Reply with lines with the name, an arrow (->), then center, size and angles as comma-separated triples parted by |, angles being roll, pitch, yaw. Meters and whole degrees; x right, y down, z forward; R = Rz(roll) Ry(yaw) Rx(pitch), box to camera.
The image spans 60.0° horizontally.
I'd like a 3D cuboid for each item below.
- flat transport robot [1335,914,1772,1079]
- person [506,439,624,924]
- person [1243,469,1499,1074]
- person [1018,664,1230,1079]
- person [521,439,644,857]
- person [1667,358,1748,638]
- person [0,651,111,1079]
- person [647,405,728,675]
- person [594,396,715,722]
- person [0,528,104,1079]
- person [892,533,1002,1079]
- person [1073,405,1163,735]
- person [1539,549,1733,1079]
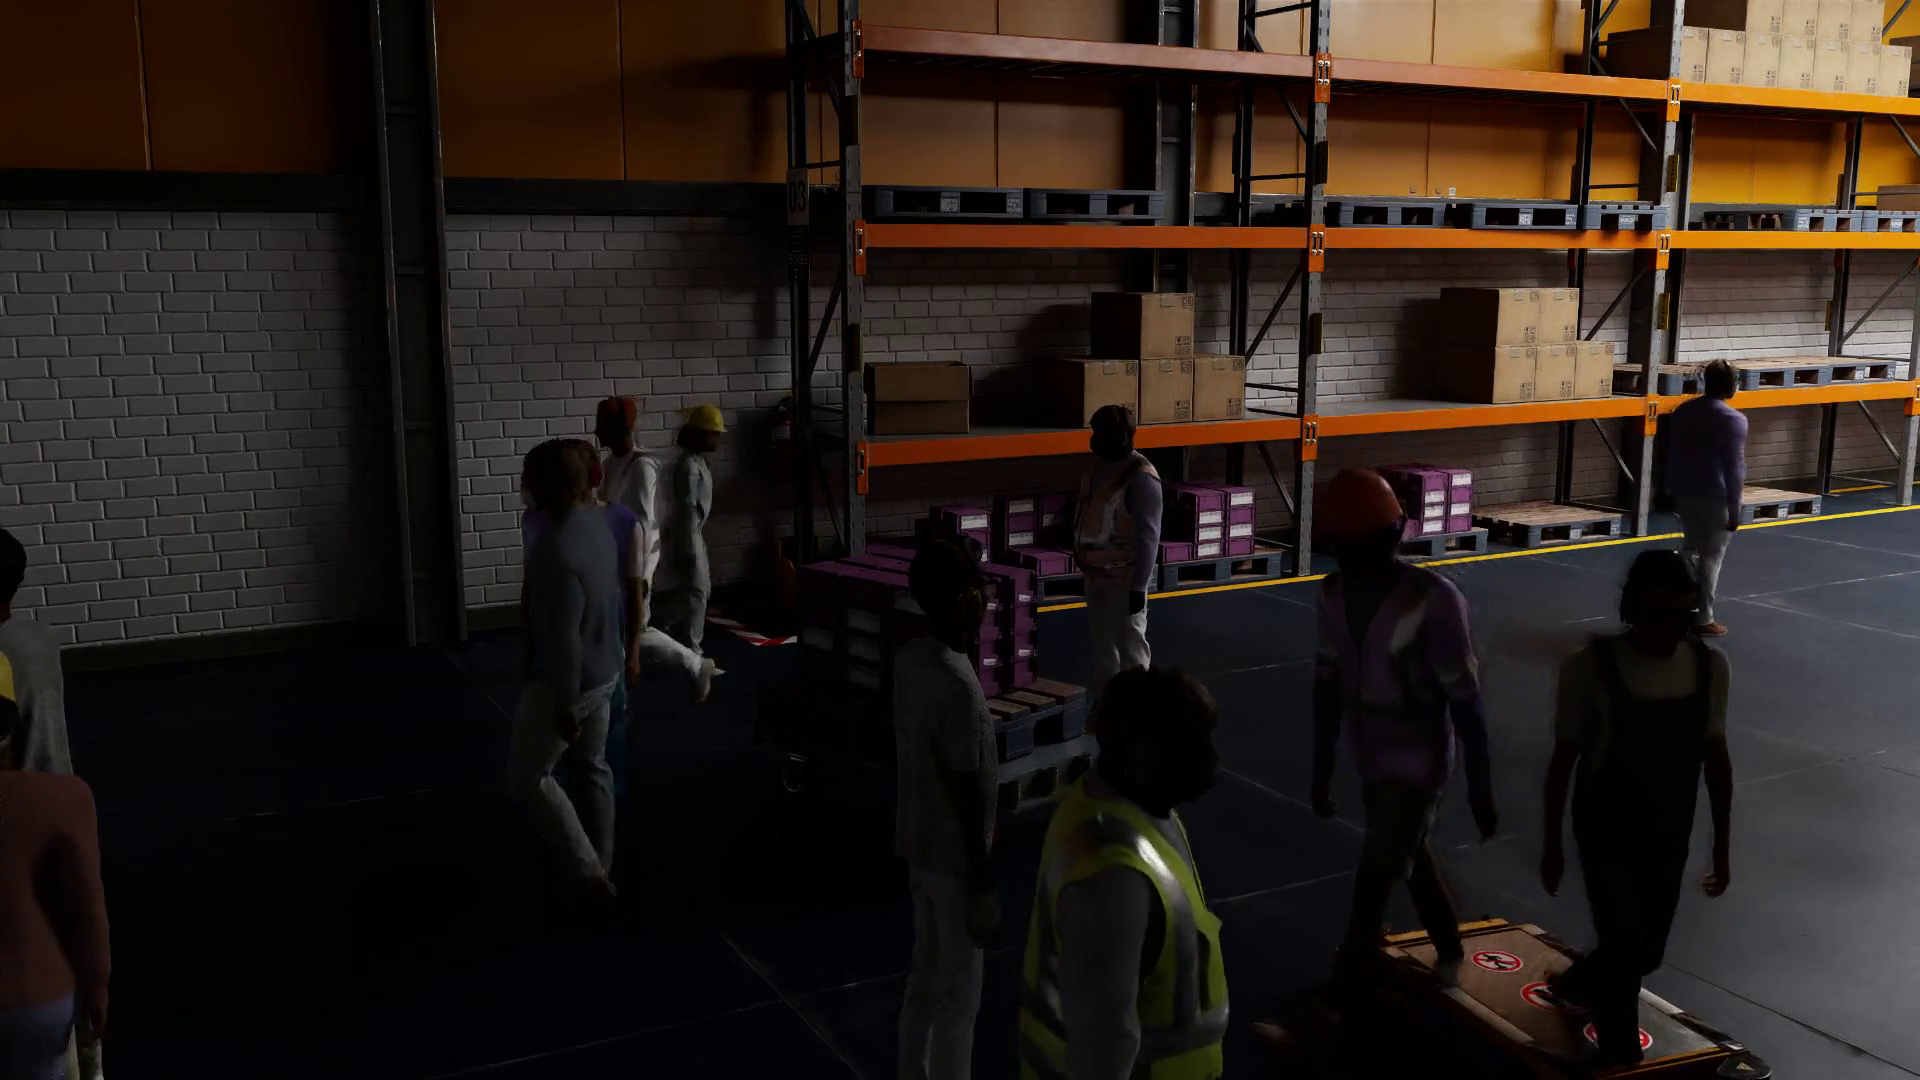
flat transport robot -> 1.908, 1.569, 5.503 | 0.652, 0.197, 1.431 | -3, 10, -19
person -> -1.555, 0.558, 6.560 | 0.436, 1.924, 0.641 | 1, 10, 8
person -> 1.368, 0.741, 5.407 | 1.066, 1.959, 0.662 | -5, 11, -25
person -> 0.335, 1.145, 3.459 | 0.435, 1.827, 0.640 | 1, 10, 5
person -> -1.652, 0.467, 7.313 | 0.564, 1.846, 0.390 | 1, 10, 8
person -> 5.044, -0.273, 11.329 | 0.508, 1.927, 0.646 | -4, 10, -19
person -> -2.286, 1.105, 3.928 | 0.540, 1.741, 0.640 | -7, 12, -35
person -> -1.716, 0.009, 10.353 | 0.569, 1.716, 0.492 | 0, 10, -1
person -> -1.786, 0.120, 9.274 | 0.702, 1.861, 0.581 | -7, 12, -35
person -> -2.779, 0.876, 4.889 | 0.331, 1.872, 0.513 | -1, 10, -8
person -> -0.013, 0.907, 4.699 | 0.328, 1.877, 0.513 | -4, 11, -23
person -> 0.820, 0.198, 8.877 | 0.430, 1.844, 0.624 | -4, 11, -24
person -> 2.004, 0.885, 5.063 | 0.546, 1.816, 0.745 | -1, 10, -9
